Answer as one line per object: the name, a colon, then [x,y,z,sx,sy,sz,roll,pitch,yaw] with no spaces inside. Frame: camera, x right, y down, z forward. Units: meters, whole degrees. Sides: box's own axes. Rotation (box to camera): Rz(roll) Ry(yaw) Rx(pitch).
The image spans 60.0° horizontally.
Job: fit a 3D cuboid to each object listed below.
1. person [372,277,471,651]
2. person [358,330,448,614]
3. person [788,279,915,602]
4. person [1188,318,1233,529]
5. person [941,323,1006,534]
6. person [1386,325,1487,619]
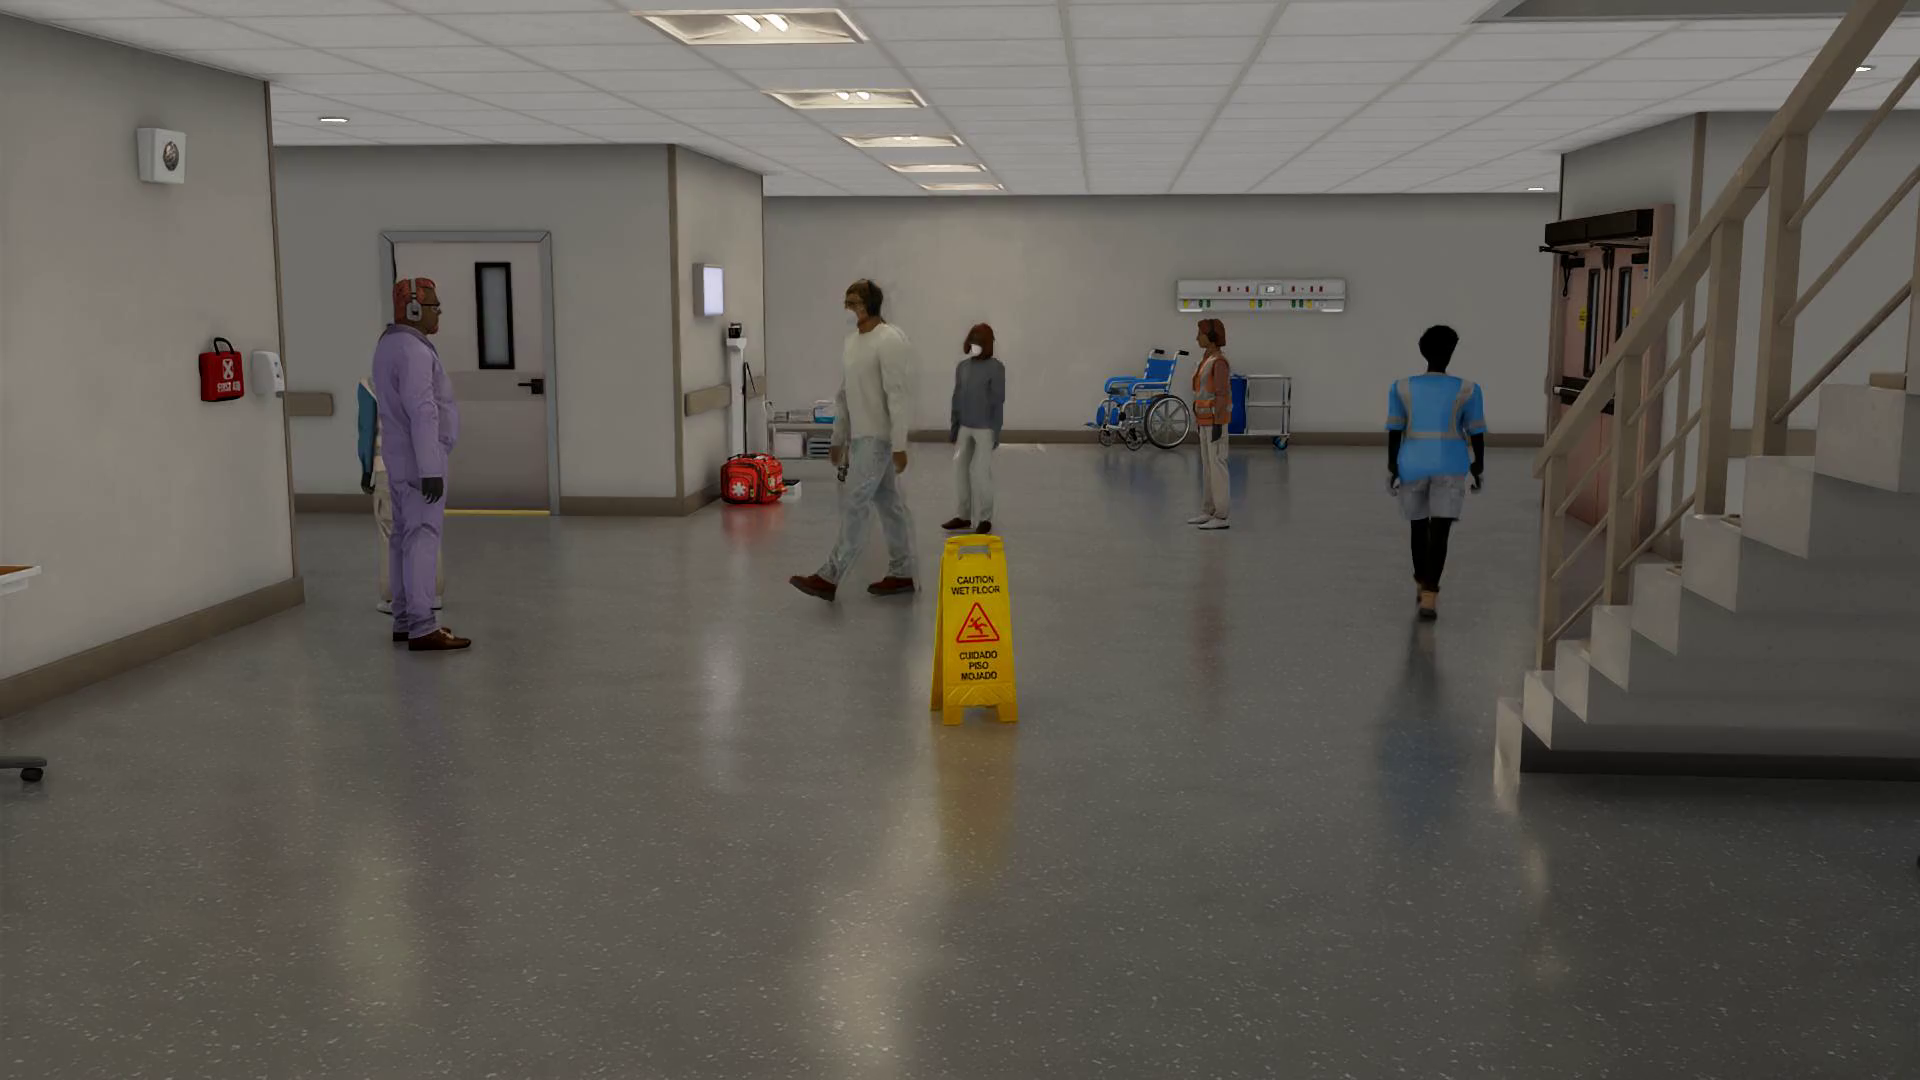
person: [-2.773,-0.391,8.574,0.405,1.906,0.653,-5,10,-31]
person: [-3.178,-0.393,9.535,0.509,1.627,0.323,-7,11,-38]
person: [-0.657,-0.581,9.872,0.933,1.901,0.655,-4,9,-25]
person: [1.961,-0.902,12.955,0.311,1.639,0.521,-1,8,-6]
person: [0.143,-0.834,12.591,0.542,1.612,0.325,8,11,43]
person: [2.712,-0.399,9.500,0.543,1.649,0.886,4,9,23]
